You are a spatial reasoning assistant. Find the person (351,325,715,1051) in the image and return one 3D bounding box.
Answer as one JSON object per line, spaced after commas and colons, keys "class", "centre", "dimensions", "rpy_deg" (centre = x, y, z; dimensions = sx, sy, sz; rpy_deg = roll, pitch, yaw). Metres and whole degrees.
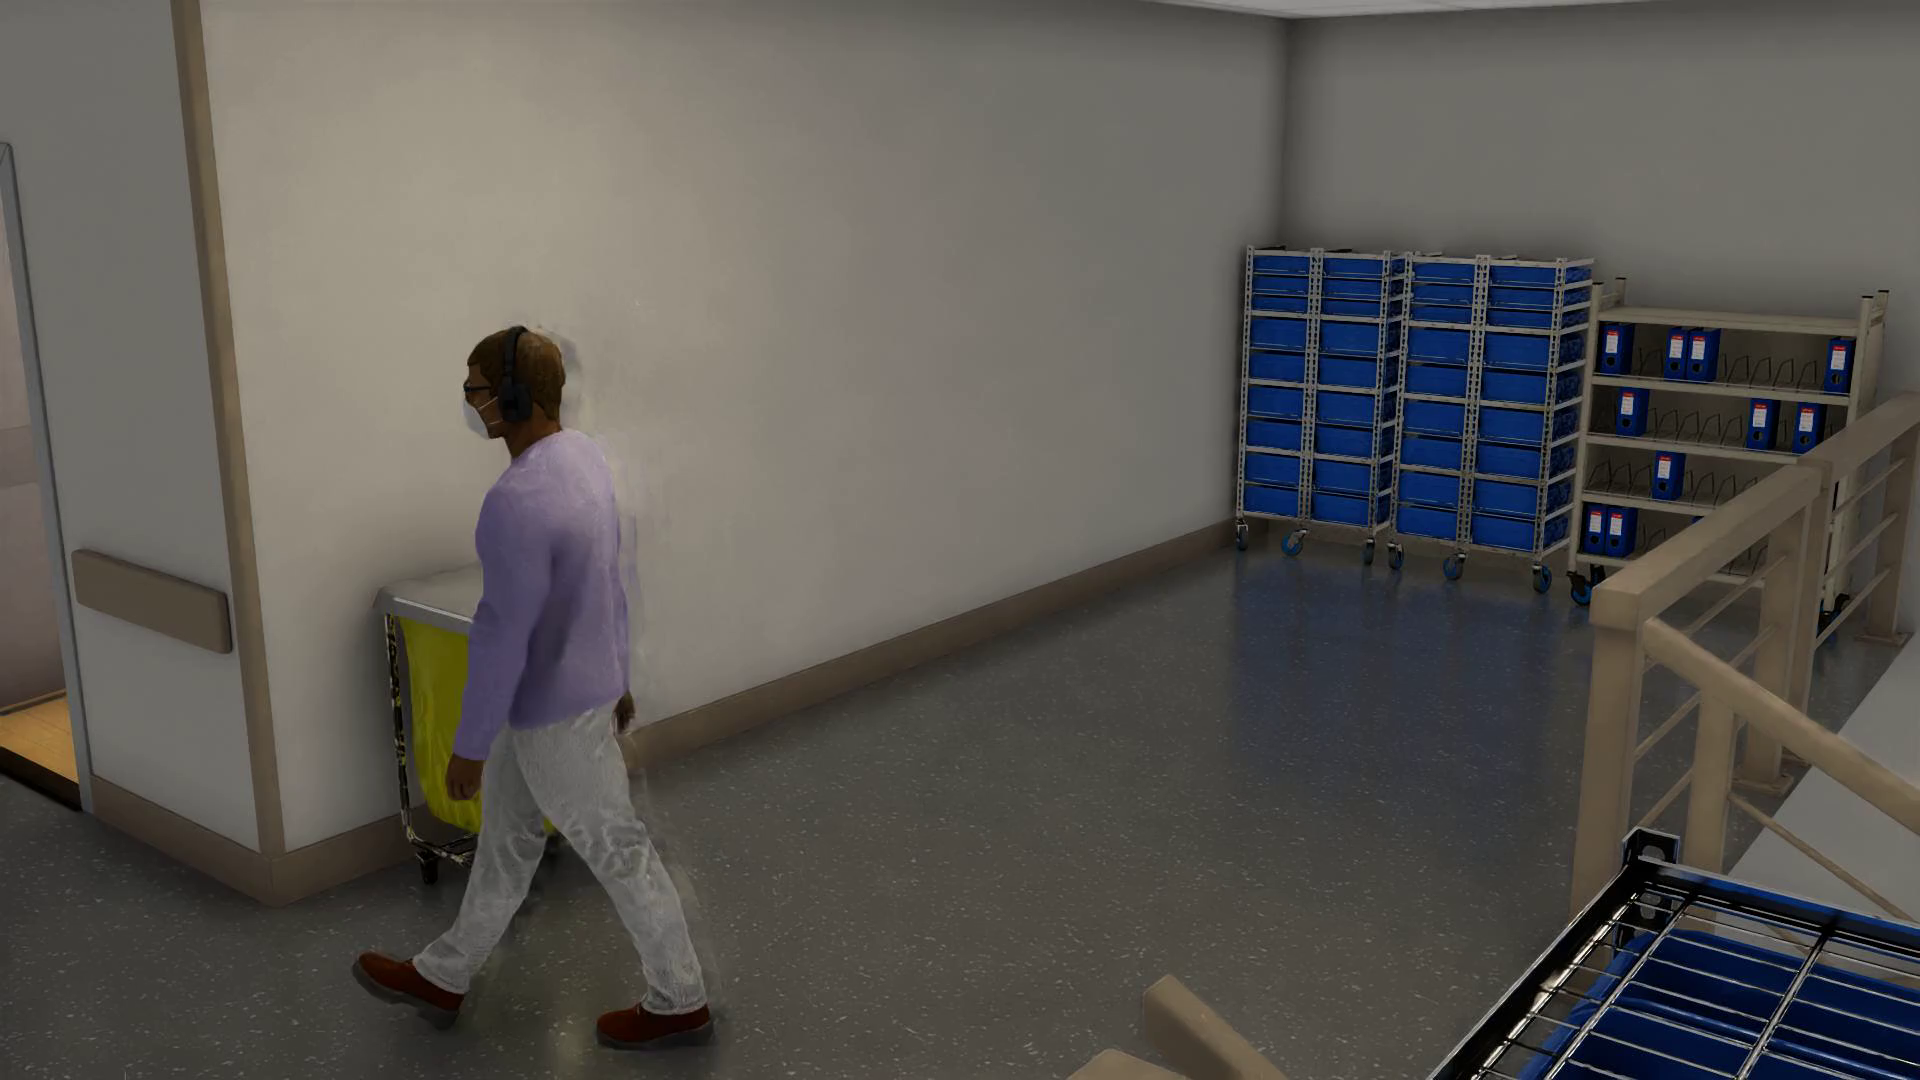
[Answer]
{"class": "person", "centre": [-1.110, 0.414, 4.191], "dimensions": [1.007, 1.891, 0.641], "rpy_deg": [0, 13, 0]}
